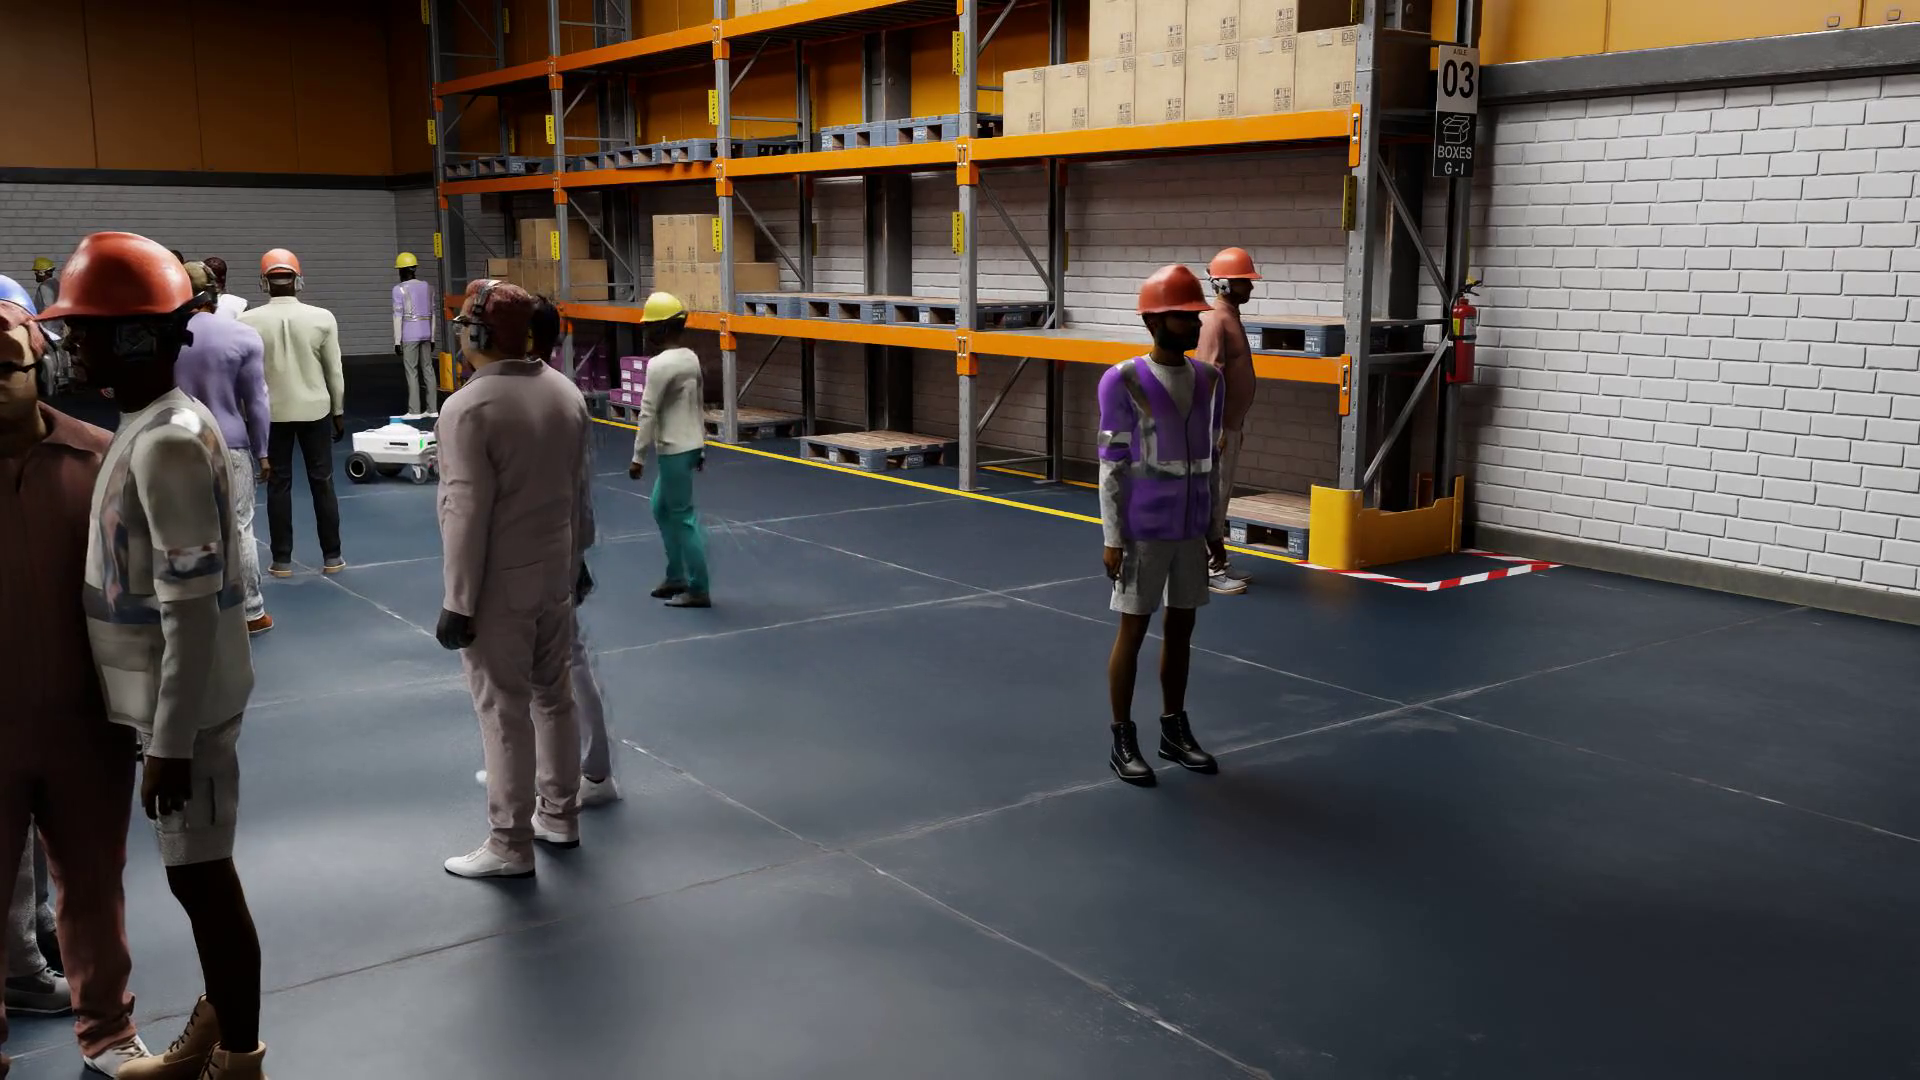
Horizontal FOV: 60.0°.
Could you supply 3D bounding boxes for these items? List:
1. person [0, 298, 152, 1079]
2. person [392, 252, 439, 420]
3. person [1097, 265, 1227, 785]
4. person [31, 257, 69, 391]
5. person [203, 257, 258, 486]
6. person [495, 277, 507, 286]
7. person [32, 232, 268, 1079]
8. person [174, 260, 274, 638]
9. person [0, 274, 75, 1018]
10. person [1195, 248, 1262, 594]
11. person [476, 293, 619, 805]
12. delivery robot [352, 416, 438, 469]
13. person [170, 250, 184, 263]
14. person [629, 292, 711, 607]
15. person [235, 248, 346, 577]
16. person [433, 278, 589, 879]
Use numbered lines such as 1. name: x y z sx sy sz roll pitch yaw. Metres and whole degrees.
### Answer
1. person: -2.108 0.411 3.778 0.400 1.903 0.644 9 14 41
2. person: -6.285 -2.338 19.135 0.397 1.919 0.589 6 12 32
3. person: 0.778 -0.054 6.272 0.551 1.941 0.353 -6 12 -28
4. person: -12.468 -2.949 22.788 0.403 1.830 0.599 -2 10 -13
5. person: -6.064 -1.348 13.624 0.582 1.911 0.391 0 10 2
6. person: -5.399 -2.274 19.596 0.285 1.626 0.493 10 14 43
7. person: -1.780 0.351 3.719 0.375 2.044 0.605 -5 11 -27
8. person: -3.836 -0.443 8.465 0.629 1.936 0.371 -3 10 -14
9. person: -2.511 0.278 4.389 0.388 1.947 0.614 -4 11 -19
10. person: 1.547 -0.693 9.702 0.381 1.994 0.620 3 11 18
11. person: -1.554 0.055 5.963 0.710 1.843 0.512 -1 10 -5
12. delivery robot: -4.775 -0.810 14.123 0.707 0.478 0.477 3 10 15
13. person: -9.841 -2.673 20.952 0.630 1.940 0.372 -2 10 -10
14. person: -1.641 -0.487 9.224 0.584 1.745 0.538 2 10 12
15. person: -4.066 -0.768 10.135 0.610 1.990 0.390 -4 11 -24
16. person: -1.460 0.126 5.347 0.410 1.913 0.643 4 11 20
